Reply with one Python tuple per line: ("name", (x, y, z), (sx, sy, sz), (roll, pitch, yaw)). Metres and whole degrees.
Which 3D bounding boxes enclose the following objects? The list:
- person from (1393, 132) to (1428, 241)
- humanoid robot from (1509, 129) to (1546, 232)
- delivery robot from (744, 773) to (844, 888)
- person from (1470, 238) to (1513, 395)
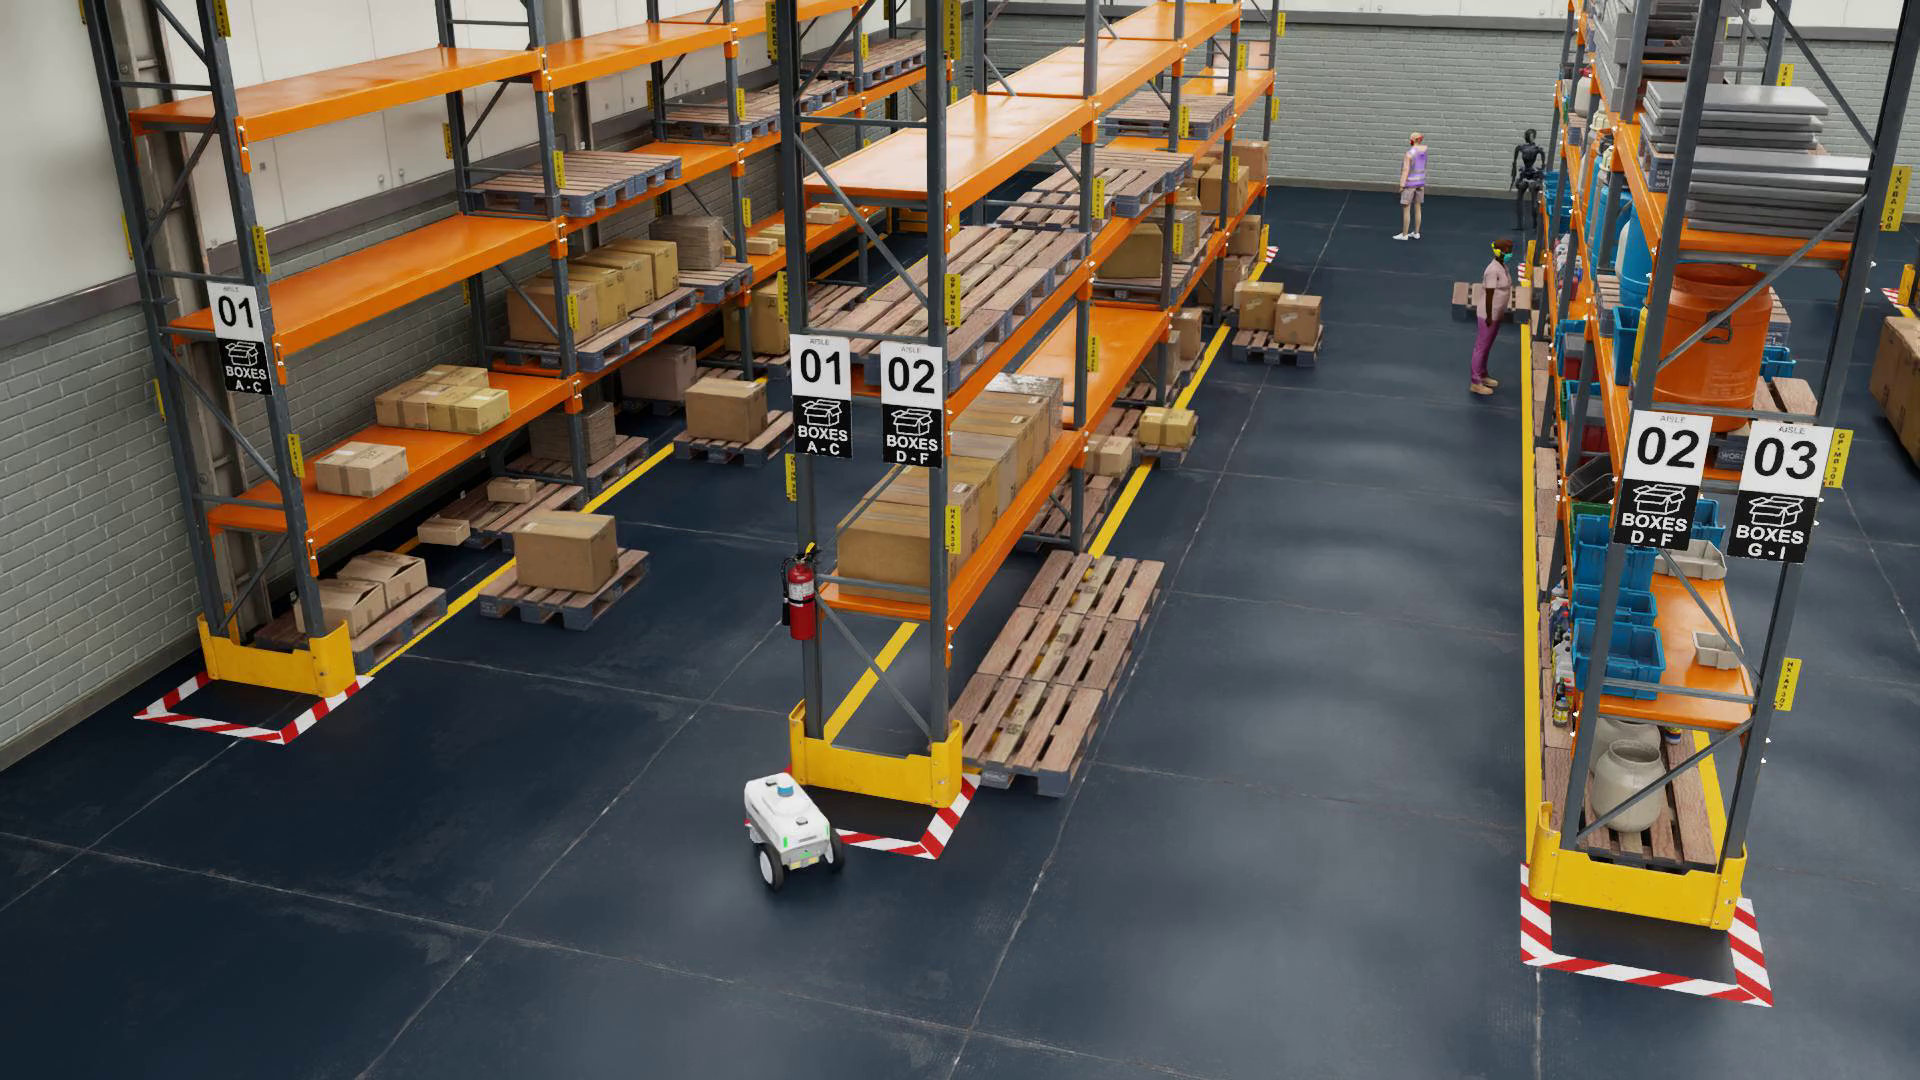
("person", (7.172, -5.599, 26.366), (0.491, 1.688, 0.349), (-14, 27, -29))
("humanoid robot", (9.212, -5.827, 26.906), (0.593, 1.642, 0.388), (21, 31, 39))
("delivery robot", (-1.077, 1.827, 10.598), (0.524, 0.614, 0.785), (-12, 26, -25))
("person", (6.176, -2.607, 19.288), (0.334, 1.798, 0.527), (13, 26, 27))
